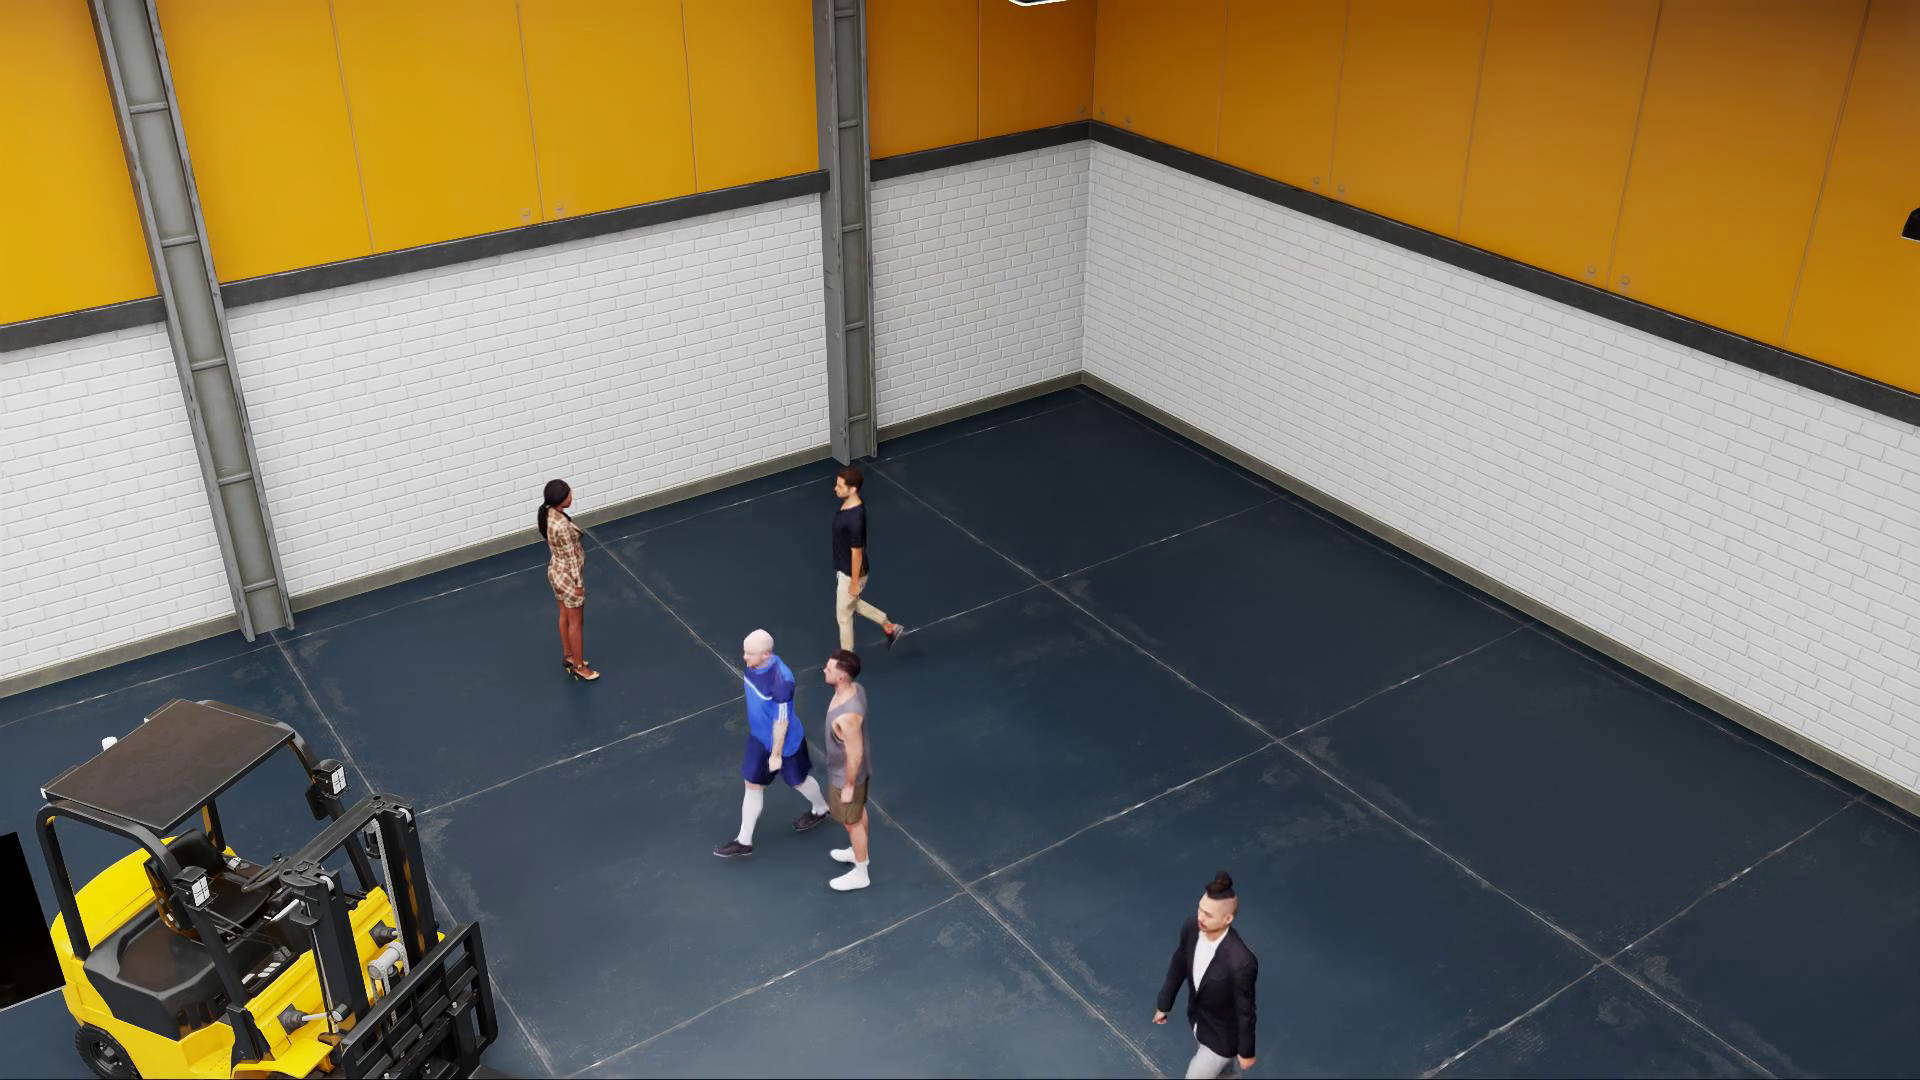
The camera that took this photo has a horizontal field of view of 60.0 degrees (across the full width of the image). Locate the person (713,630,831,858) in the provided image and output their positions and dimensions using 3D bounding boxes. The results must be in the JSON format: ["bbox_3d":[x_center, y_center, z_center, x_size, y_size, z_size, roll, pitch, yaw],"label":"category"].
[{"bbox_3d":[-1.191,1.366,11.495,1.174,1.787,0.743,-20,34,-32],"label":"person"}]

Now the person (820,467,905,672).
[{"bbox_3d":[-0.801,0.235,13.510,1.067,1.842,0.917,-4,29,-7],"label":"person"}]

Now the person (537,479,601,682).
[{"bbox_3d":[-3.165,0.328,13.391,0.552,1.794,0.583,-17,33,-28],"label":"person"}]

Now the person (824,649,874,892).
[{"bbox_3d":[-0.742,1.522,11.135,0.754,1.845,0.719,0,29,0],"label":"person"}]

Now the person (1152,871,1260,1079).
[{"bbox_3d":[1.476,2.599,9.104,1.179,1.912,0.852,-14,31,-23],"label":"person"}]
